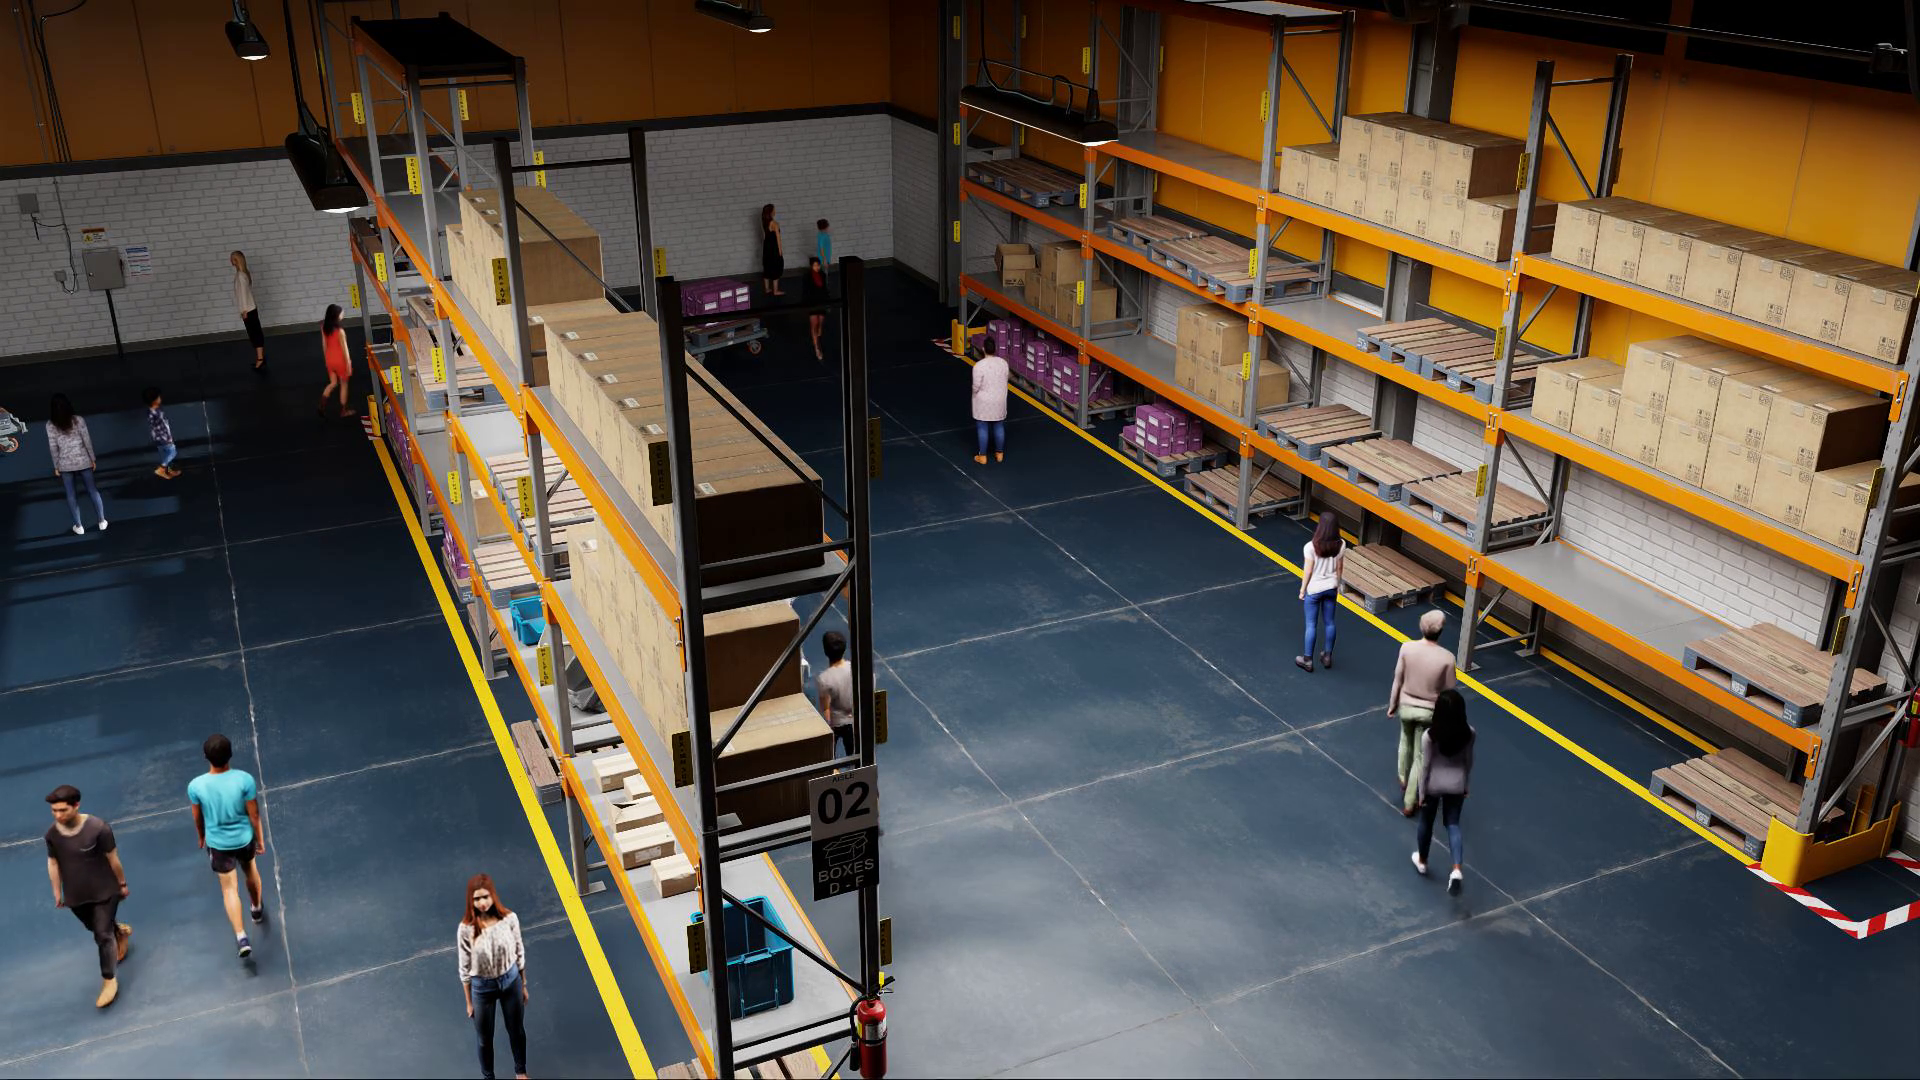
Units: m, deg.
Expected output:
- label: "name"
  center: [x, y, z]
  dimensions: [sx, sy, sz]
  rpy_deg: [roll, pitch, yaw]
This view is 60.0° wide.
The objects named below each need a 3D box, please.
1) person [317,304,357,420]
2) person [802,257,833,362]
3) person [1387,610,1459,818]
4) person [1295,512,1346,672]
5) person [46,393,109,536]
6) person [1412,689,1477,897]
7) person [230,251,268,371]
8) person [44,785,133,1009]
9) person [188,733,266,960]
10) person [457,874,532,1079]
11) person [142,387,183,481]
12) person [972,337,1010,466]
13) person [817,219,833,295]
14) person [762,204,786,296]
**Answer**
- label: "person"
  center: [-8.814, -2.455, 23.399]
  dimensions: [0.939, 1.697, 0.991]
  rpy_deg: [8, 25, 17]
- label: "person"
  center: [-2.297, -3.688, 26.314]
  dimensions: [0.607, 1.621, 0.810]
  rpy_deg: [-14, 27, -29]
- label: "person"
  center: [3.888, 1.508, 14.141]
  dimensions: [1.009, 1.851, 1.033]
  rpy_deg: [13, 27, 27]
- label: "person"
  center: [3.605, 0.518, 16.613]
  dimensions: [0.630, 1.684, 0.562]
  rpy_deg: [-7, 25, -16]
- label: "person"
  center: [-10.577, -0.923, 19.851]
  dimensions: [0.628, 1.731, 0.550]
  rpy_deg: [-14, 27, -29]
- label: "person"
  center: [3.852, 2.016, 13.151]
  dimensions: [0.847, 1.713, 1.076]
  rpy_deg: [-2, 24, -4]
- label: "person"
  center: [-10.996, -3.550, 25.702]
  dimensions: [0.679, 1.859, 0.482]
  rpy_deg: [-8, 25, -19]
- label: "person"
  center: [-6.307, 2.478, 12.117]
  dimensions: [0.887, 1.694, 1.144]
  rpy_deg: [-1, 24, -2]
- label: "person"
  center: [-5.455, 2.307, 12.445]
  dimensions: [0.616, 1.744, 1.083]
  rpy_deg: [-11, 26, -23]
- label: "person"
  center: [-3.076, 2.950, 10.994]
  dimensions: [0.568, 1.729, 0.491]
  rpy_deg: [-11, 26, -23]
- label: "person"
  center: [-10.339, -1.352, 21.439]
  dimensions: [0.646, 1.246, 0.698]
  rpy_deg: [16, 28, 32]
- label: "person"
  center: [0.398, -1.858, 21.974]
  dimensions: [0.687, 1.743, 0.620]
  rpy_deg: [-9, 25, -20]
- label: "person"
  center: [-2.426, -5.019, 29.605]
  dimensions: [0.765, 1.423, 0.682]
  rpy_deg: [1, 24, 1]
- label: "person"
  center: [-3.382, -5.215, 29.803]
  dimensions: [0.612, 1.624, 0.716]
  rpy_deg: [21, 31, 39]
